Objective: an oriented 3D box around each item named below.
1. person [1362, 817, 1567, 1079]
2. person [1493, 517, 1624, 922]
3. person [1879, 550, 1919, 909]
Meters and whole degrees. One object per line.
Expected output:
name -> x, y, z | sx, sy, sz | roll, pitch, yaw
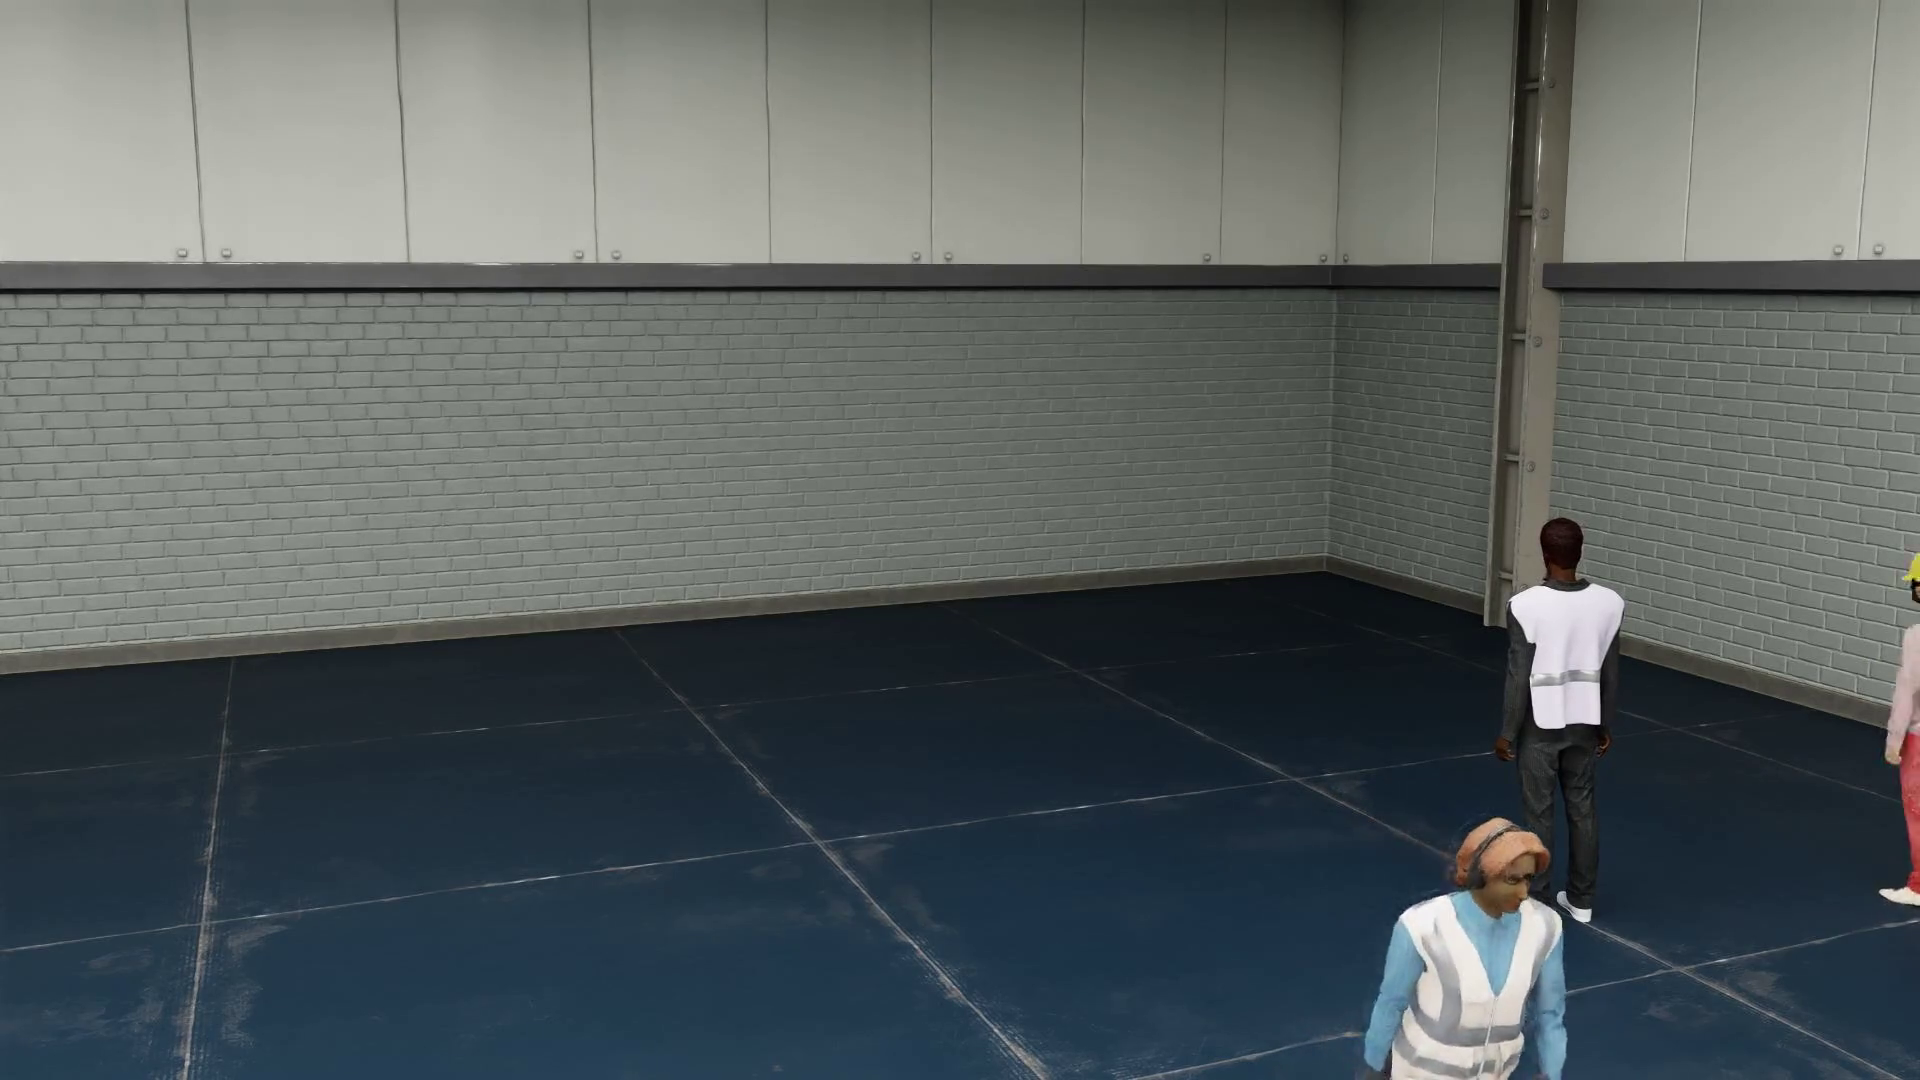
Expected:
person -> 1.414, 1.505, 4.746 | 0.521, 1.568, 0.928 | -3, 9, -17
person -> 2.789, 0.854, 7.744 | 0.597, 1.915, 0.370 | -2, 9, -14
person -> 4.615, 0.900, 7.949 | 0.541, 1.751, 0.368 | -5, 10, -28
